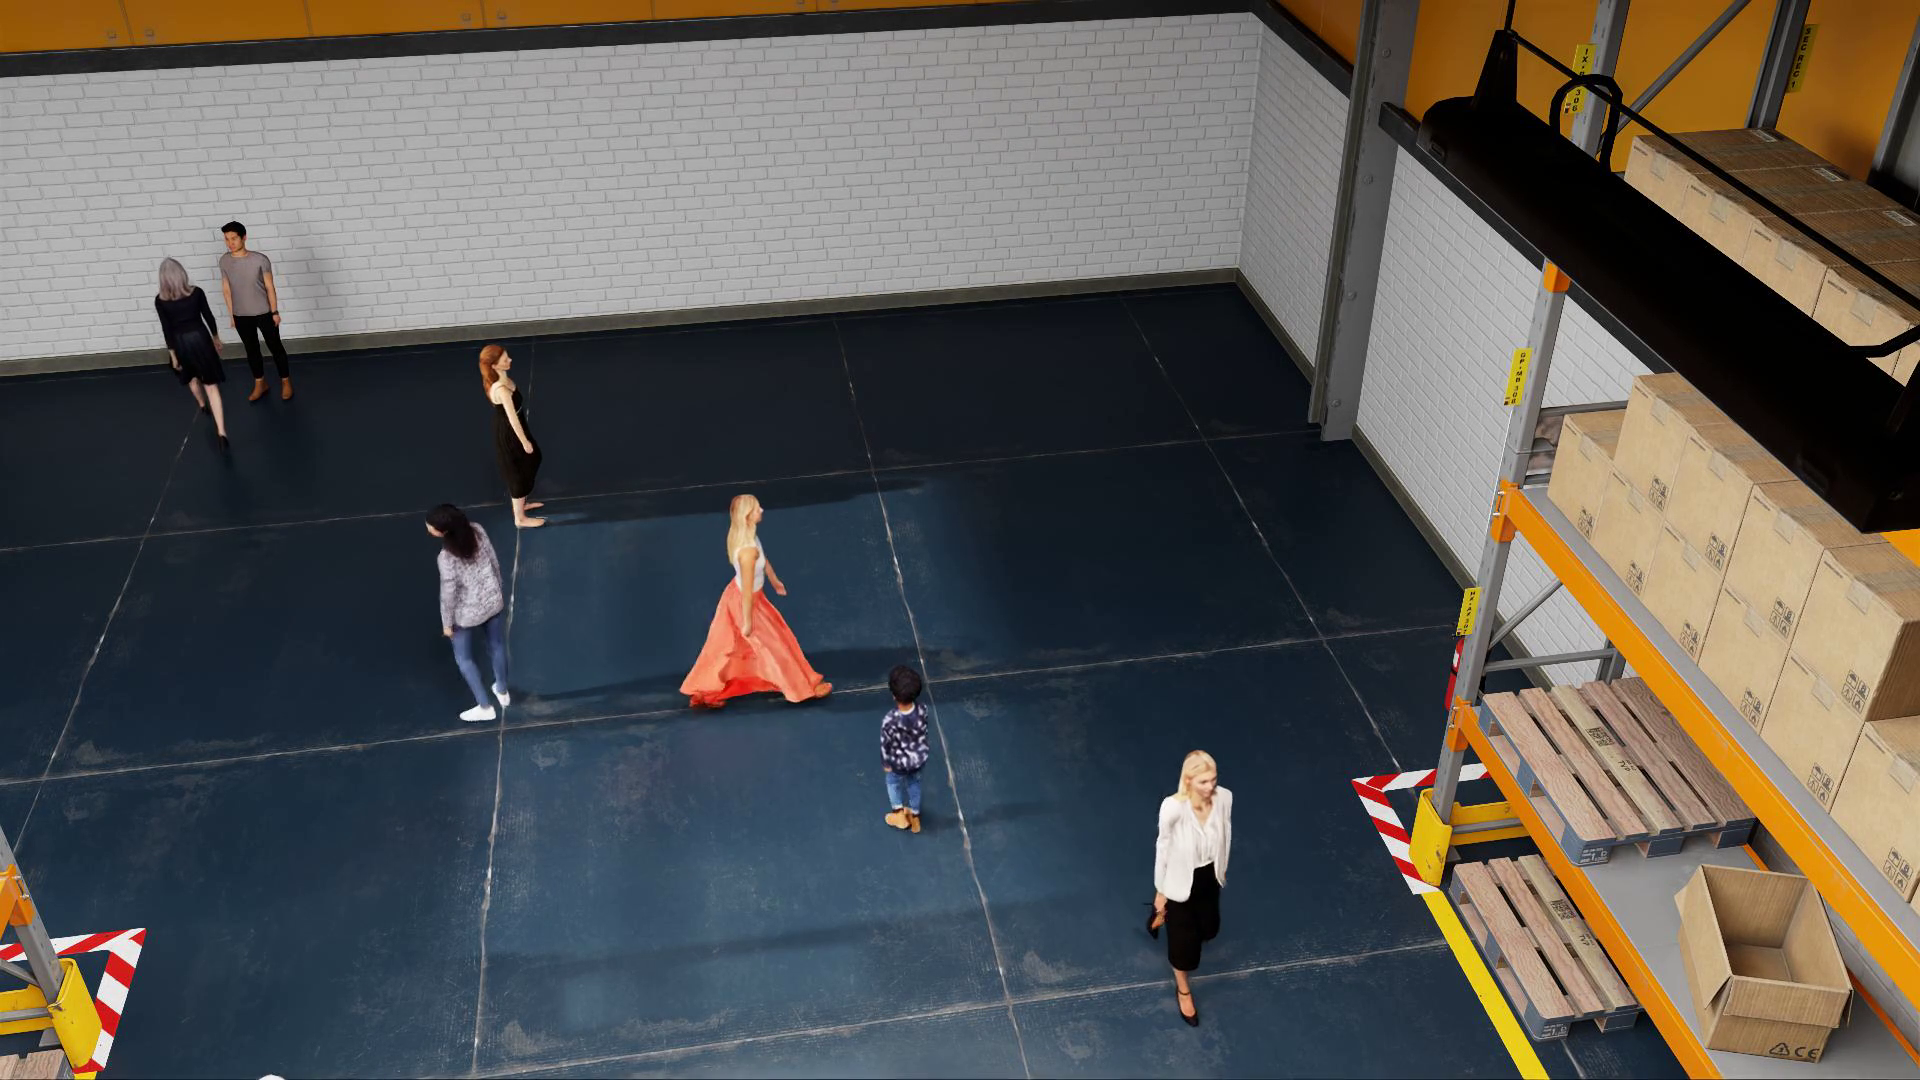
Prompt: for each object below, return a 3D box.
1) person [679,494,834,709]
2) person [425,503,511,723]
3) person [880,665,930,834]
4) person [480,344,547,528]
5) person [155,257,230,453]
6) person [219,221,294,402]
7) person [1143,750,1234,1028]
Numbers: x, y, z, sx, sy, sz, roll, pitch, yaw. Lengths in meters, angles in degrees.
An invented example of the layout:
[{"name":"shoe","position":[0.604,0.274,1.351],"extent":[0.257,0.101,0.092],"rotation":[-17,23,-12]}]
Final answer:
[{"name":"person","position":[-1.530,0.478,11.258],"extent":[0.739,1.746,1.232],"rotation":[-7,34,-10]},{"name":"person","position":[-3.299,0.435,11.354],"extent":[0.774,1.712,0.829],"rotation":[-24,41,-32]},{"name":"person","position":[-0.310,1.350,10.402],"extent":[0.540,1.242,0.533],"rotation":[-14,36,-20]},{"name":"person","position":[-3.627,-0.853,13.373],"extent":[0.691,1.620,0.574],"rotation":[-15,36,-21]},{"name":"person","position":[-6.590,-1.569,14.386],"extent":[0.913,1.692,1.270],"rotation":[-18,38,-25]},{"name":"person","position":[-6.429,-2.097,15.153],"extent":[0.630,1.723,0.553],"rotation":[-2,34,-3]},{"name":"person","position":[1.218,1.842,9.117],"extent":[0.747,1.845,0.981],"rotation":[-13,36,-19]}]
